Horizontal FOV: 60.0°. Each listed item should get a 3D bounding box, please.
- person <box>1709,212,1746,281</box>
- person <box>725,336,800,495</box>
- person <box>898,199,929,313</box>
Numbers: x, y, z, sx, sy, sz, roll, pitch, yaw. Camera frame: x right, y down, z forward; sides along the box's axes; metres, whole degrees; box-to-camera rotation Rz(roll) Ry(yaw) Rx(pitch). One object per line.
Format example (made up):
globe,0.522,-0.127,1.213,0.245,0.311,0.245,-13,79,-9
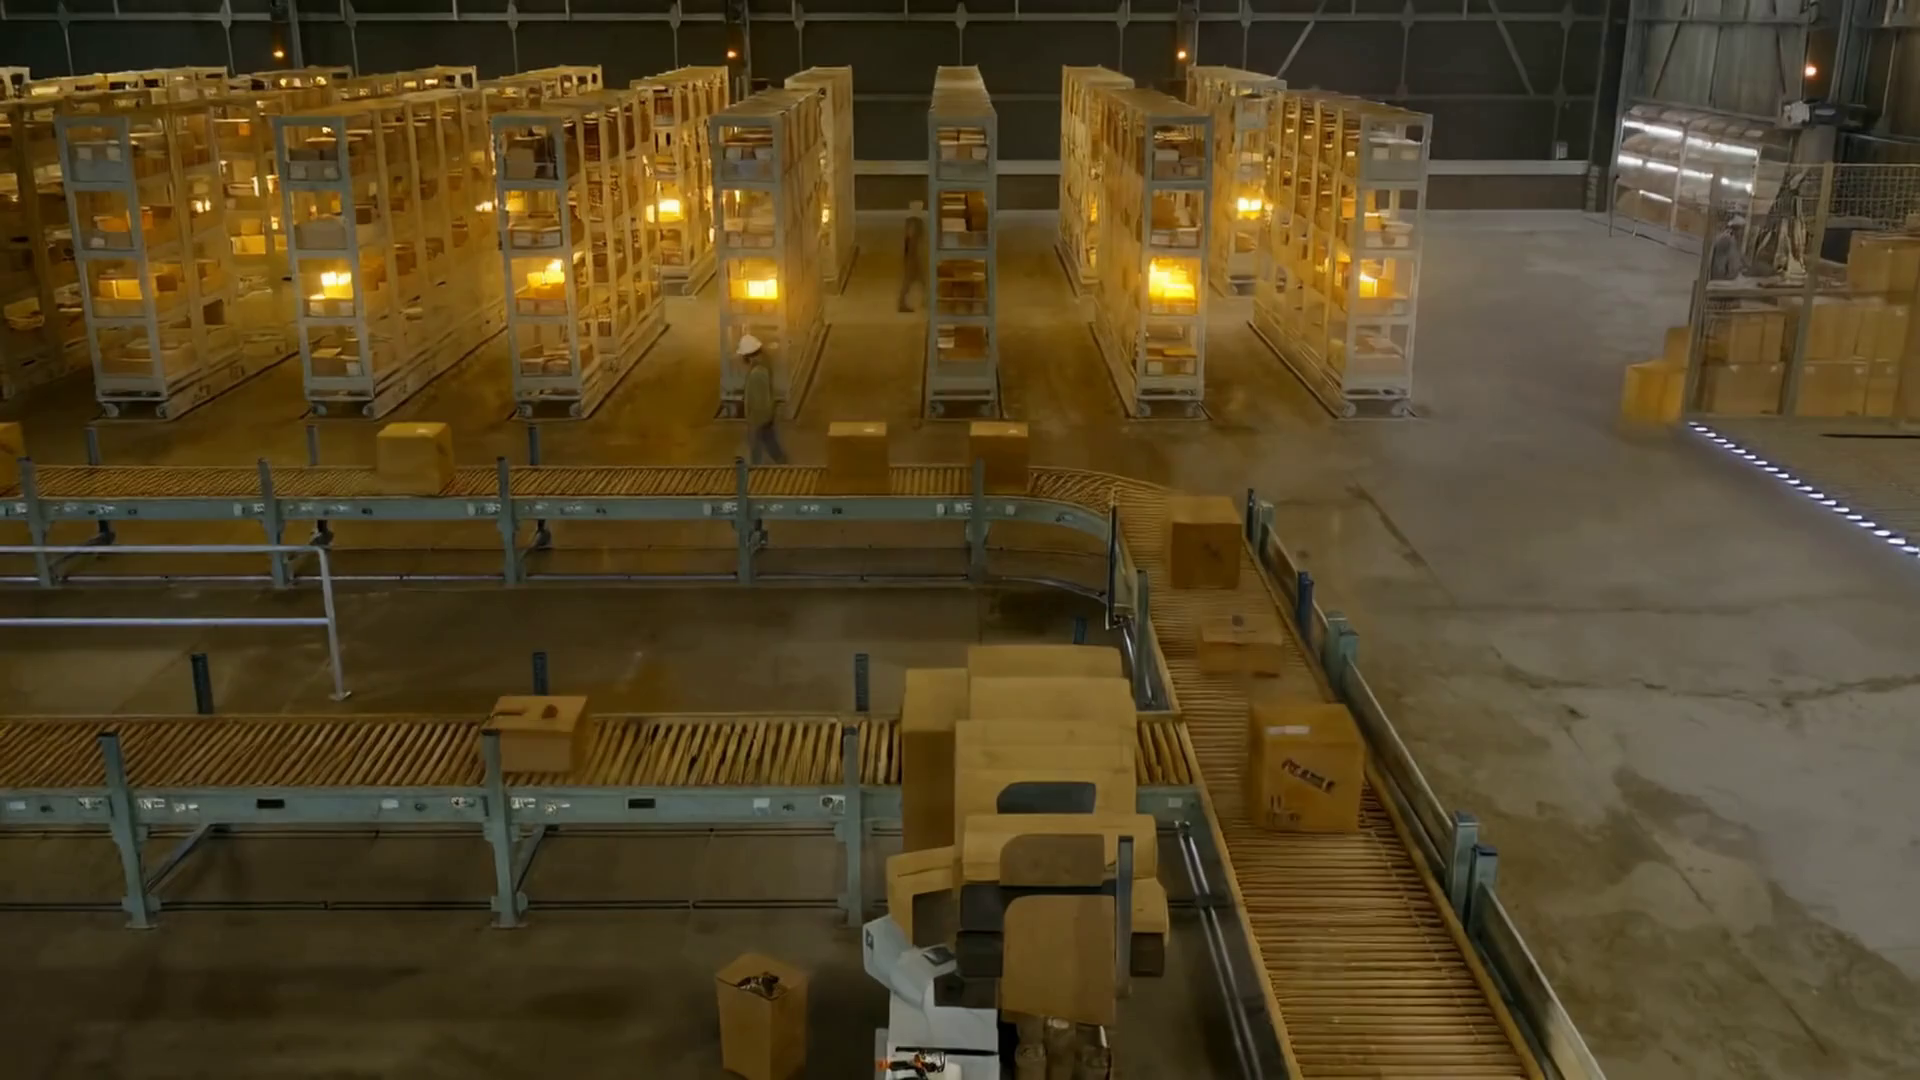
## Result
person,10.854,-3.649,23.651,0.378,1.996,0.611,9,20,25
person,-1.975,-1.174,16.479,0.923,1.720,0.527,4,19,13
person,-0.644,-4.544,26.686,0.814,1.812,0.588,2,18,6
